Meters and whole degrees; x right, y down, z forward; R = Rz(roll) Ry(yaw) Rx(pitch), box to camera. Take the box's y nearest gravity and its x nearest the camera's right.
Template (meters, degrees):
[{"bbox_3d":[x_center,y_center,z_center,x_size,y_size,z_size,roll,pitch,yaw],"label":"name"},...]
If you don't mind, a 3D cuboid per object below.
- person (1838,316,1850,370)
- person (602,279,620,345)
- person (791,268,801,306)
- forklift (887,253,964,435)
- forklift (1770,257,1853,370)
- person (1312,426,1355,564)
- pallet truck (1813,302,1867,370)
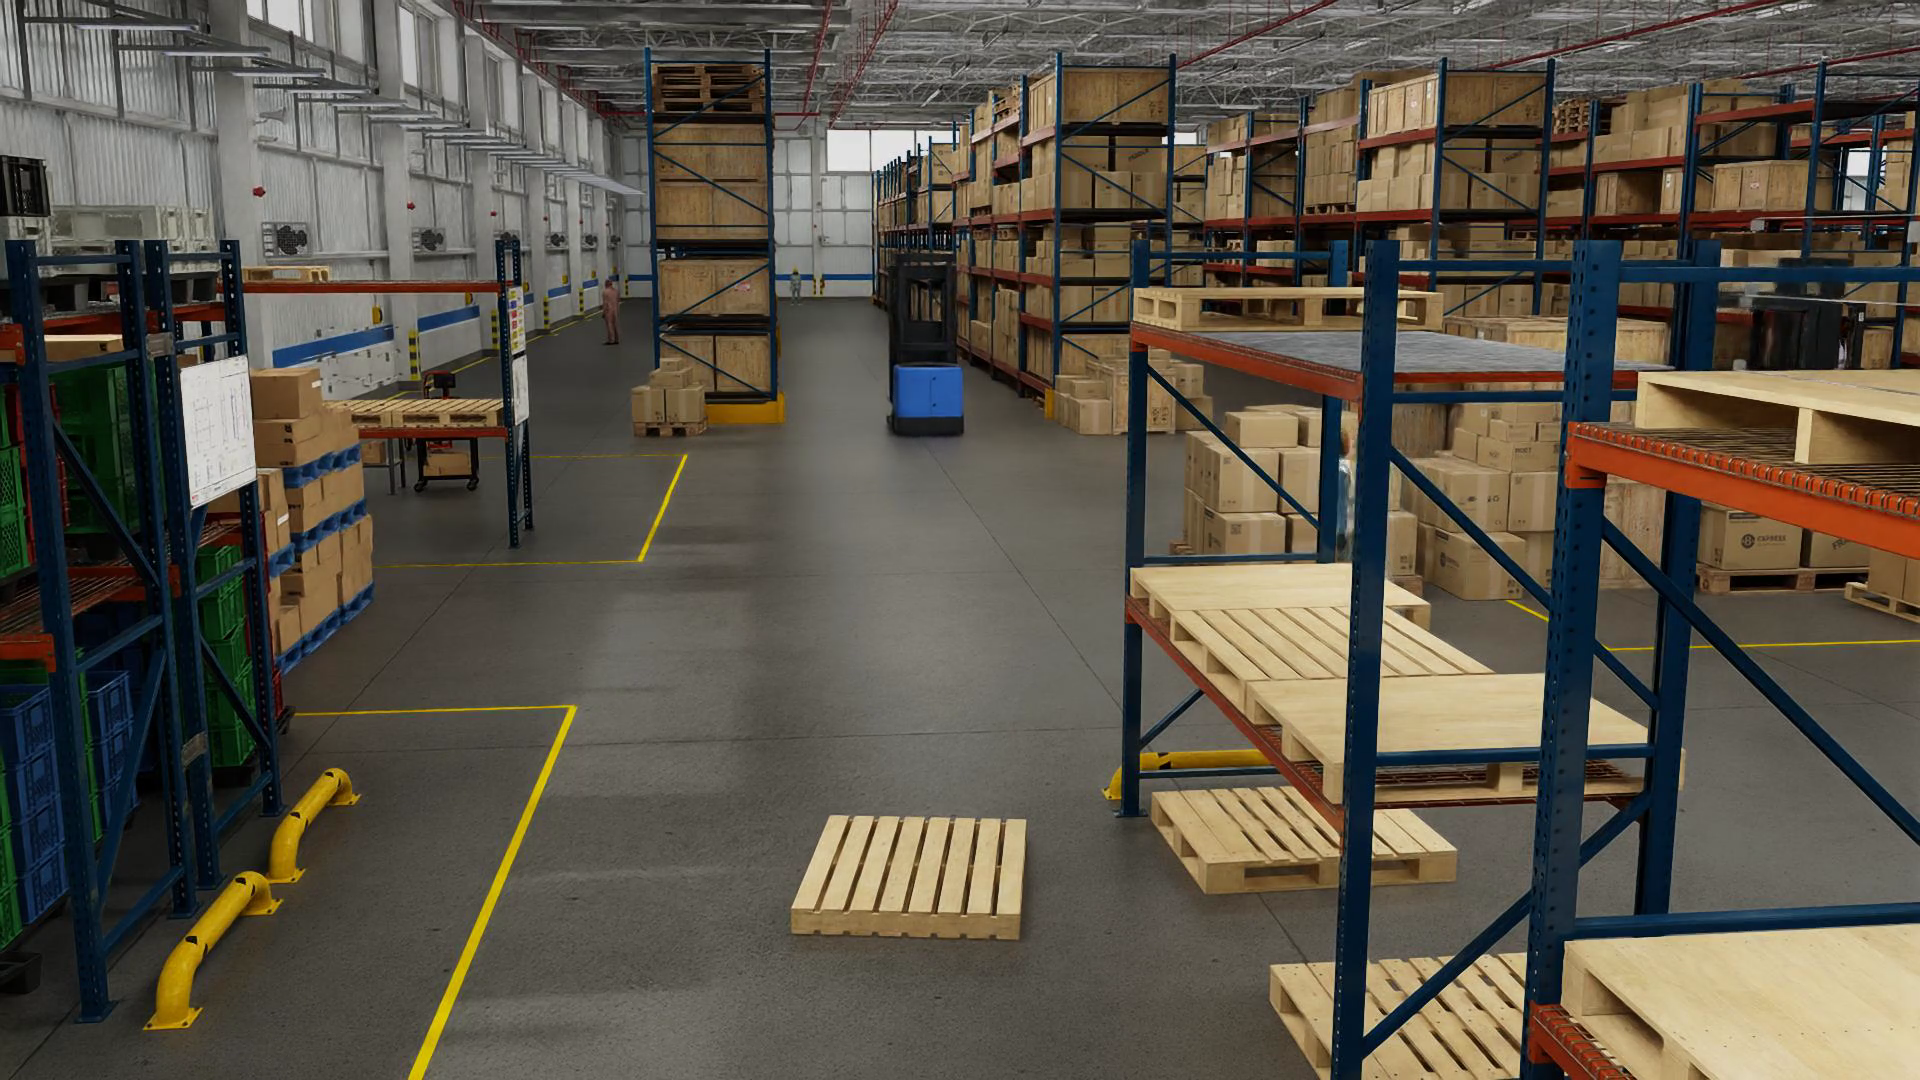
[{"bbox_3d":[13.050,-2.394,24.896,0.587,1.911,0.397,-10,14,-43],"label":"person"},{"bbox_3d":[-10.169,-6.619,48.327,0.405,1.903,0.636,6,12,31],"label":"person"},{"bbox_3d":[-7.584,-11.702,76.933,0.492,1.740,0.324,-1,10,-7],"label":"person"},{"bbox_3d":[-0.552,-3.135,26.305,1.129,2.768,1.873,-1,10,-6],"label":"forklift"},{"bbox_3d":[9.869,-1.893,19.422,1.873,2.768,1.129,-1,10,-6],"label":"forklift"},{"bbox_3d":[3.000,-0.090,12.953,0.751,1.617,0.528,3,11,14],"label":"person"},{"bbox_3d":[15.846,-3.142,28.793,1.885,1.965,0.823,2,10,12],"label":"pallet truck"}]
